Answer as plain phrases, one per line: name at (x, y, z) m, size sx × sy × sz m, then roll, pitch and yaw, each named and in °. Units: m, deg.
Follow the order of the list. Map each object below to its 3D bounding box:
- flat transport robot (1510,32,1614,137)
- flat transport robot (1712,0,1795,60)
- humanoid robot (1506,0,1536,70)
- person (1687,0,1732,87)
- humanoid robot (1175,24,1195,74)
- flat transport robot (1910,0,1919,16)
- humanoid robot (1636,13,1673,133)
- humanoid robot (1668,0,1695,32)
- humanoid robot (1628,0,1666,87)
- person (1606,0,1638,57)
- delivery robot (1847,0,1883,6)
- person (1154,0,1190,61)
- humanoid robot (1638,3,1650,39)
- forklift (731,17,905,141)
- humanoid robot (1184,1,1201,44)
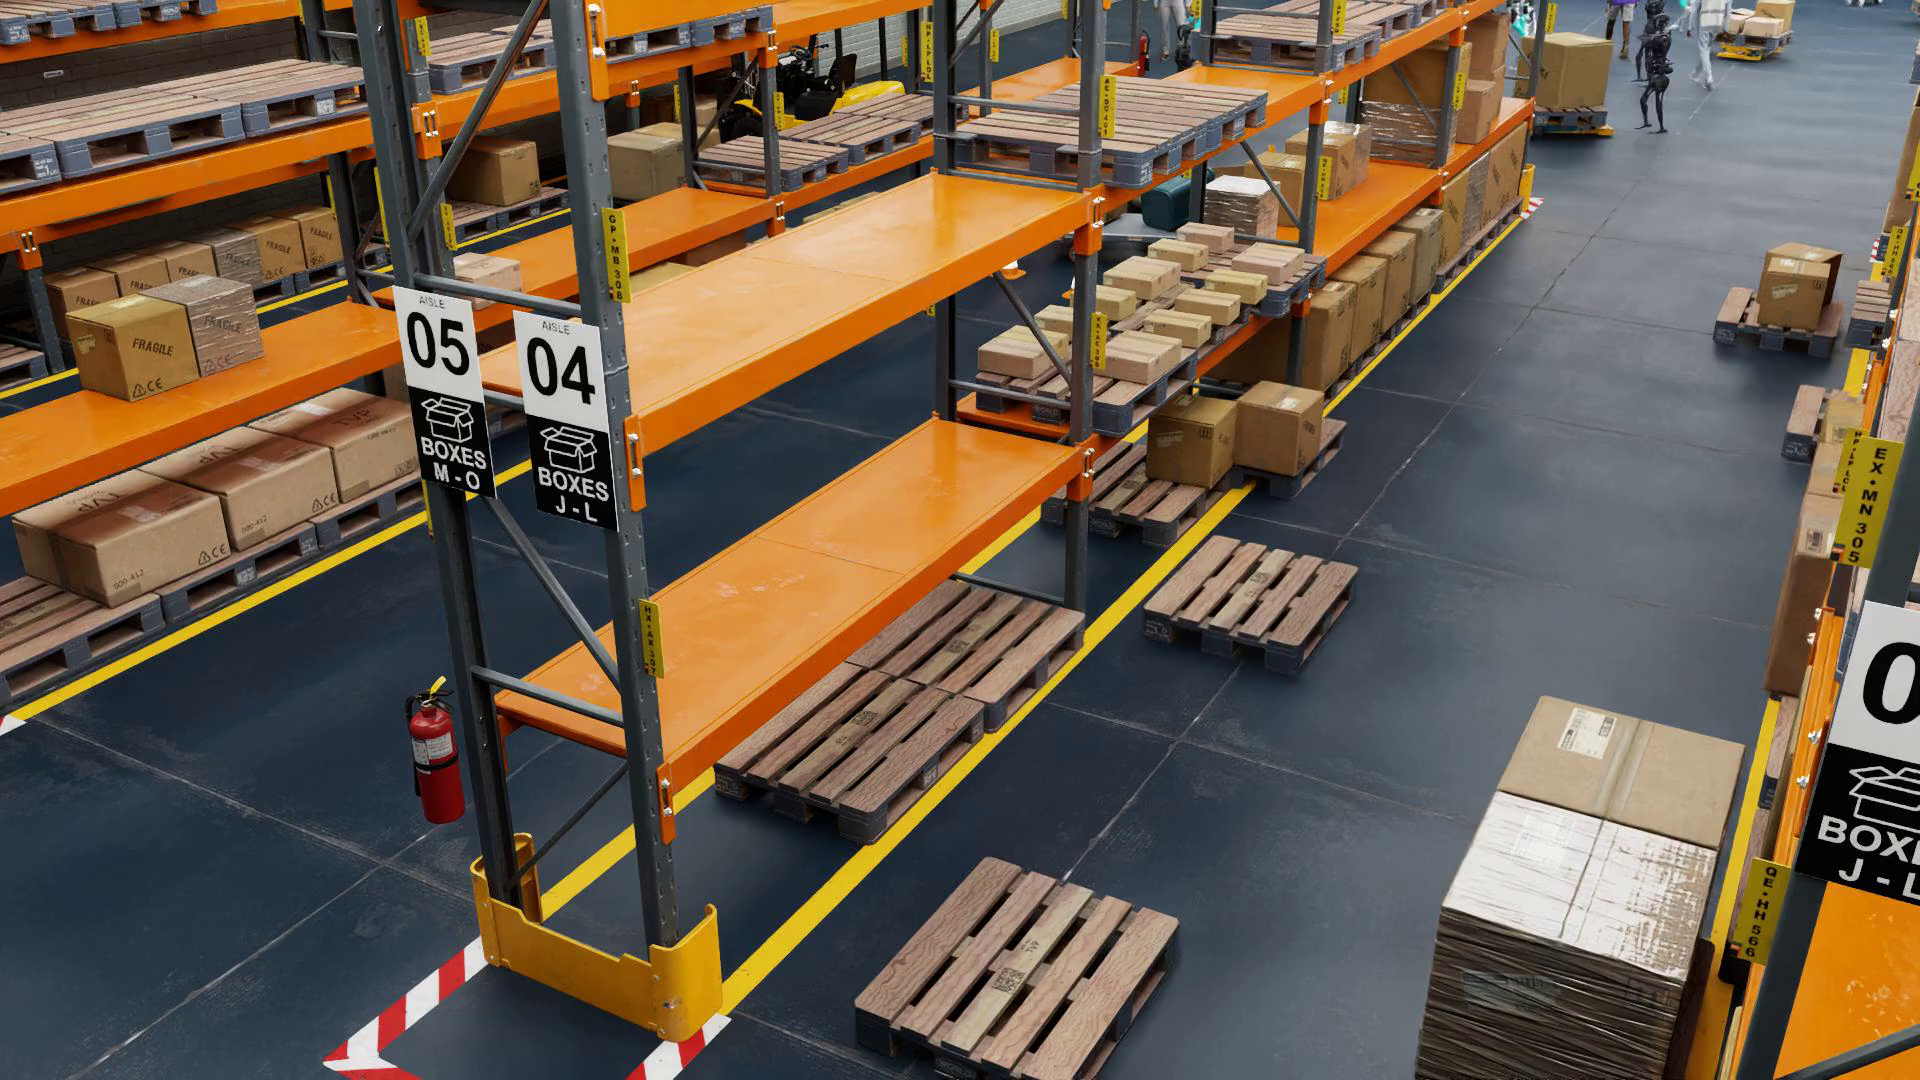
flat transport robot at (8.458, -5.896, 23.593) m, size 1.431 × 0.231 × 0.659 m, roll 0°, pitch 26°, yaw 0°
flat transport robot at (13.901, -8.678, 29.373) m, size 0.659 × 0.231 × 1.431 m, roll 20°, pitch 32°, yaw 35°
humanoid robot at (9.422, -8.658, 27.689) m, size 0.536 × 1.770 × 0.981 m, roll -4°, pitch 26°, yaw -8°
person at (11.987, -8.224, 26.591) m, size 0.601 × 1.874 × 0.962 m, roll -1°, pitch 26°, yaw -2°
humanoid robot at (3.046, -6.096, 22.412) m, size 0.498 × 1.634 × 0.610 m, roll -1°, pitch 26°, yaw -3°
flat transport robot at (19.259, -10.146, 32.424) m, size 0.659 × 0.231 × 1.431 m, roll 8°, pitch 27°, yaw 16°
humanoid robot at (9.816, -6.524, 23.293) m, size 0.446 × 1.642 × 0.590 m, roll 3°, pitch 26°, yaw 6°
humanoid robot at (13.839, -10.526, 31.592) m, size 0.539 × 1.856 × 0.702 m, roll -21°, pitch 32°, yaw -36°
humanoid robot at (10.956, -8.062, 26.481) m, size 0.523 × 1.644 × 0.602 m, roll 12°, pitch 28°, yaw 23°
person at (11.567, -9.409, 28.987) m, size 0.606 × 1.926 × 0.875 m, roll 4°, pitch 26°, yaw 7°
delivery robot at (19.078, -11.549, 35.017) m, size 0.795 × 0.602 × 0.499 m, roll -16°, pitch 30°, yaw -29°
person at (3.632, -9.221, 28.598) m, size 0.660 × 1.917 × 0.435 m, roll 9°, pitch 27°, yaw 18°
humanoid robot at (12.856, -10.079, 30.666) m, size 0.338 × 1.647 × 0.611 m, roll 17°, pitch 30°, yaw 31°
forklift at (-1.819, -5.975, 21.543) m, size 2.313 × 2.155 × 1.214 m, roll 14°, pitch 29°, yaw 26°
humanoid robot at (4.154, -9.310, 28.985) m, size 0.694 × 1.772 × 0.541 m, roll -17°, pitch 31°, yaw -32°
